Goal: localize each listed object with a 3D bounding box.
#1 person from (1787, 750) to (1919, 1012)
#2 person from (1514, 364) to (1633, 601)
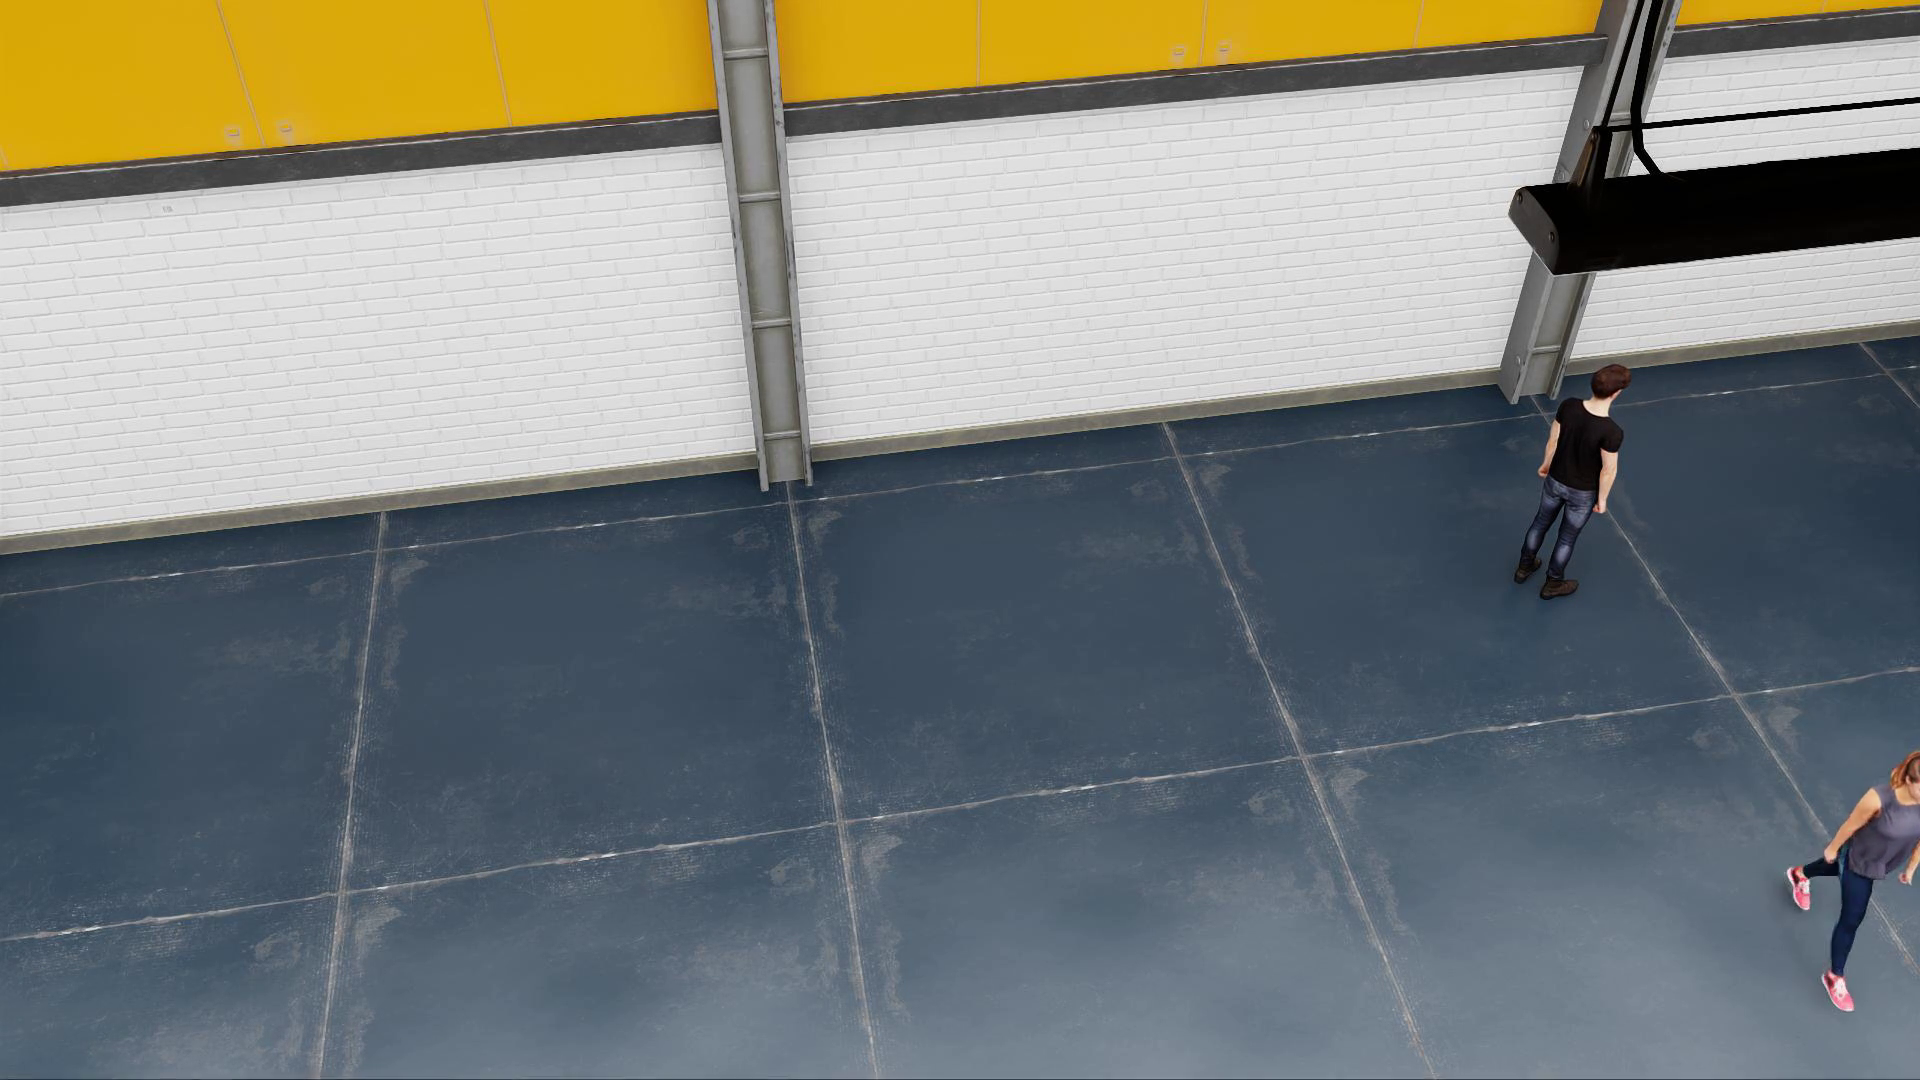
[{"bbox_3d":[4.973,1.687,9.173,1.127,1.677,0.730,-2,44,-2],"label":"person"},{"bbox_3d":[4.123,-0.393,11.198,0.744,1.896,0.770,-28,50,-26],"label":"person"}]
